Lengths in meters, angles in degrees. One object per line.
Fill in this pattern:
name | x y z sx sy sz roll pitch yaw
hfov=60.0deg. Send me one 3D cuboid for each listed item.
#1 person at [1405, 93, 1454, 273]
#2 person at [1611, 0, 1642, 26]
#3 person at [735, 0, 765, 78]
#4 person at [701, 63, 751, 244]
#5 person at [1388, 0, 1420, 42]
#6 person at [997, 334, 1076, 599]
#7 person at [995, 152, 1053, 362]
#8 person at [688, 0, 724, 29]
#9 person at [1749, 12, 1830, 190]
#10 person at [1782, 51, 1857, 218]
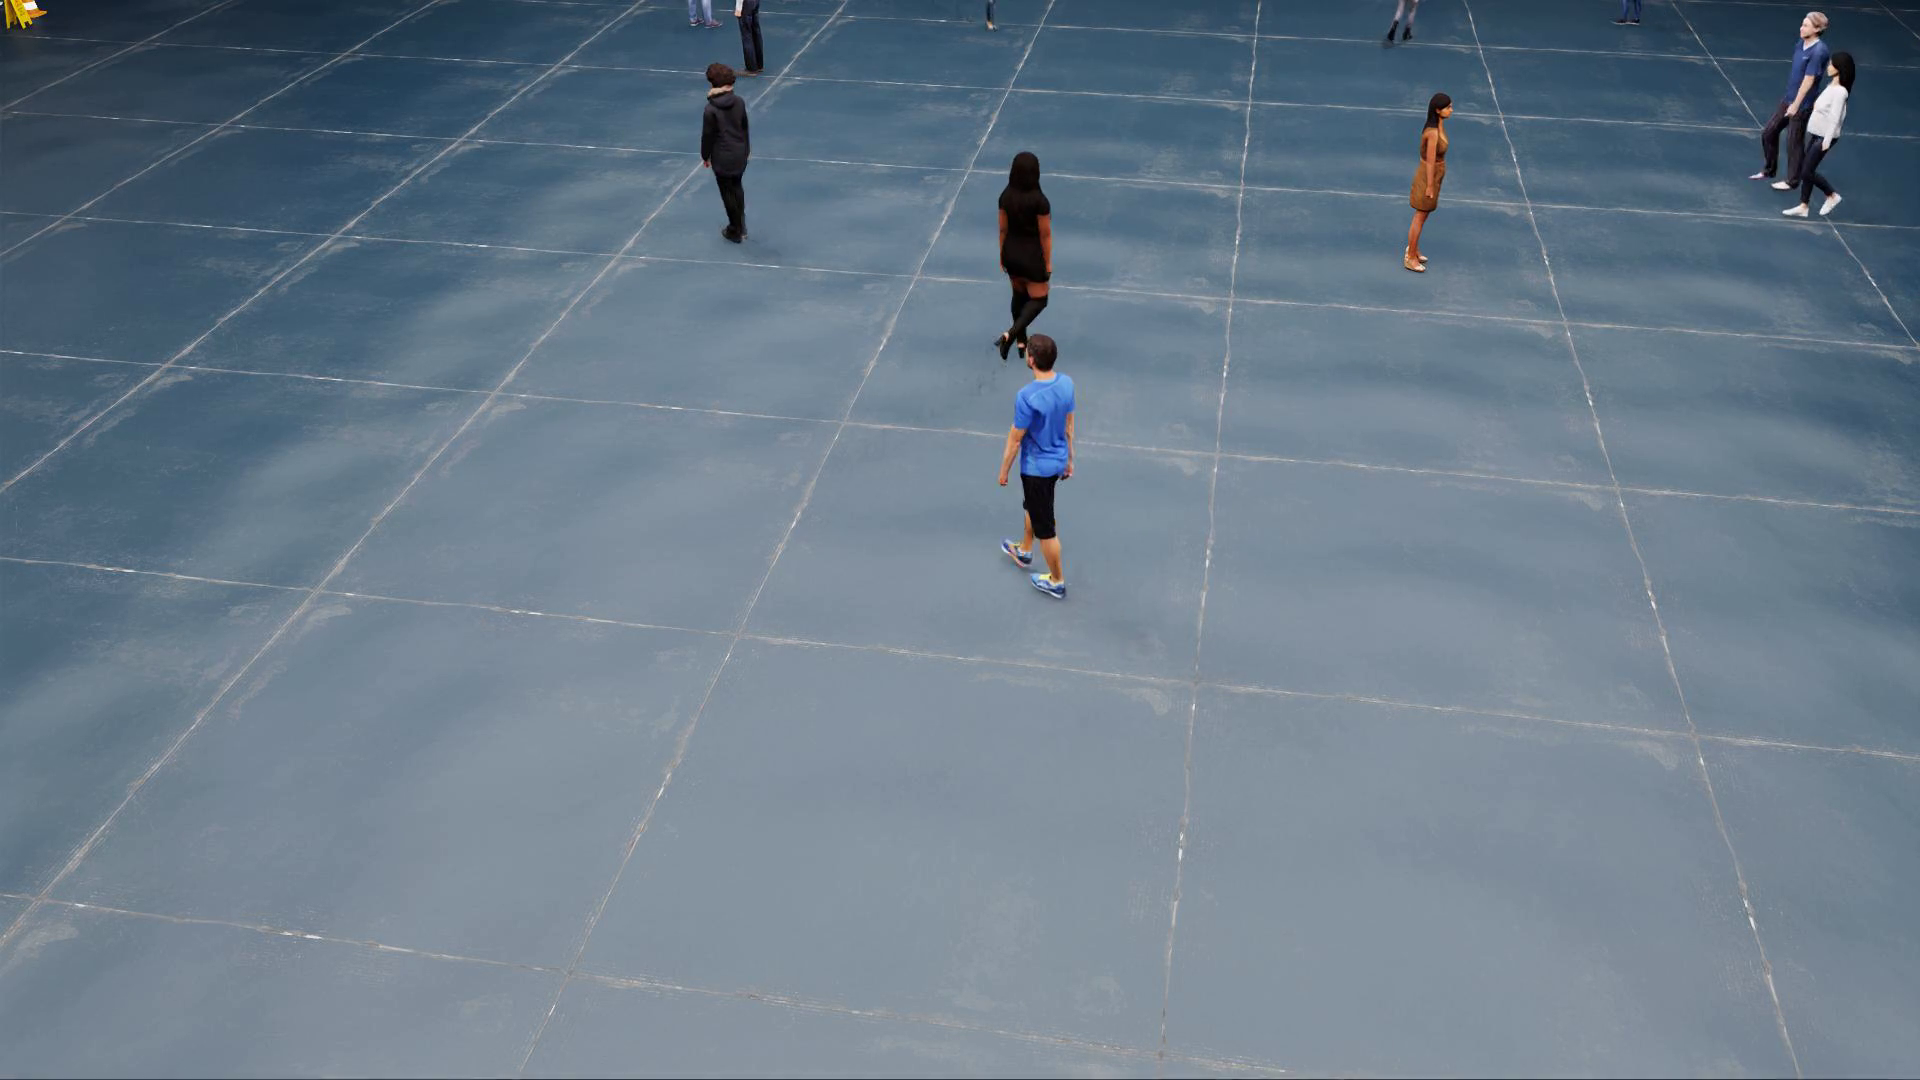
person | 4.428 -3.392 15.734 0.549 1.689 0.596 10 34 16
person | 9.490 -7.735 23.170 0.639 1.100 0.524 14 35 21
person | -2.694 -6.819 21.045 0.621 1.820 0.686 11 34 17
person | -2.208 -3.729 16.195 0.750 1.768 0.798 -23 39 -32
person | 6.002 -7.335 22.383 0.780 1.265 0.756 23 39 31
person | 0.613 -0.431 10.896 1.054 1.843 0.940 28 41 36
person | 0.501 -2.288 13.843 0.972 1.839 0.946 21 38 30
person | -3.622 -8.050 22.968 0.632 1.850 0.786 19 37 28
person | 8.916 -4.596 17.491 0.775 1.852 0.765 -3 32 -5
person | 8.802 -4.056 16.791 0.702 1.685 0.618 4 33 7
